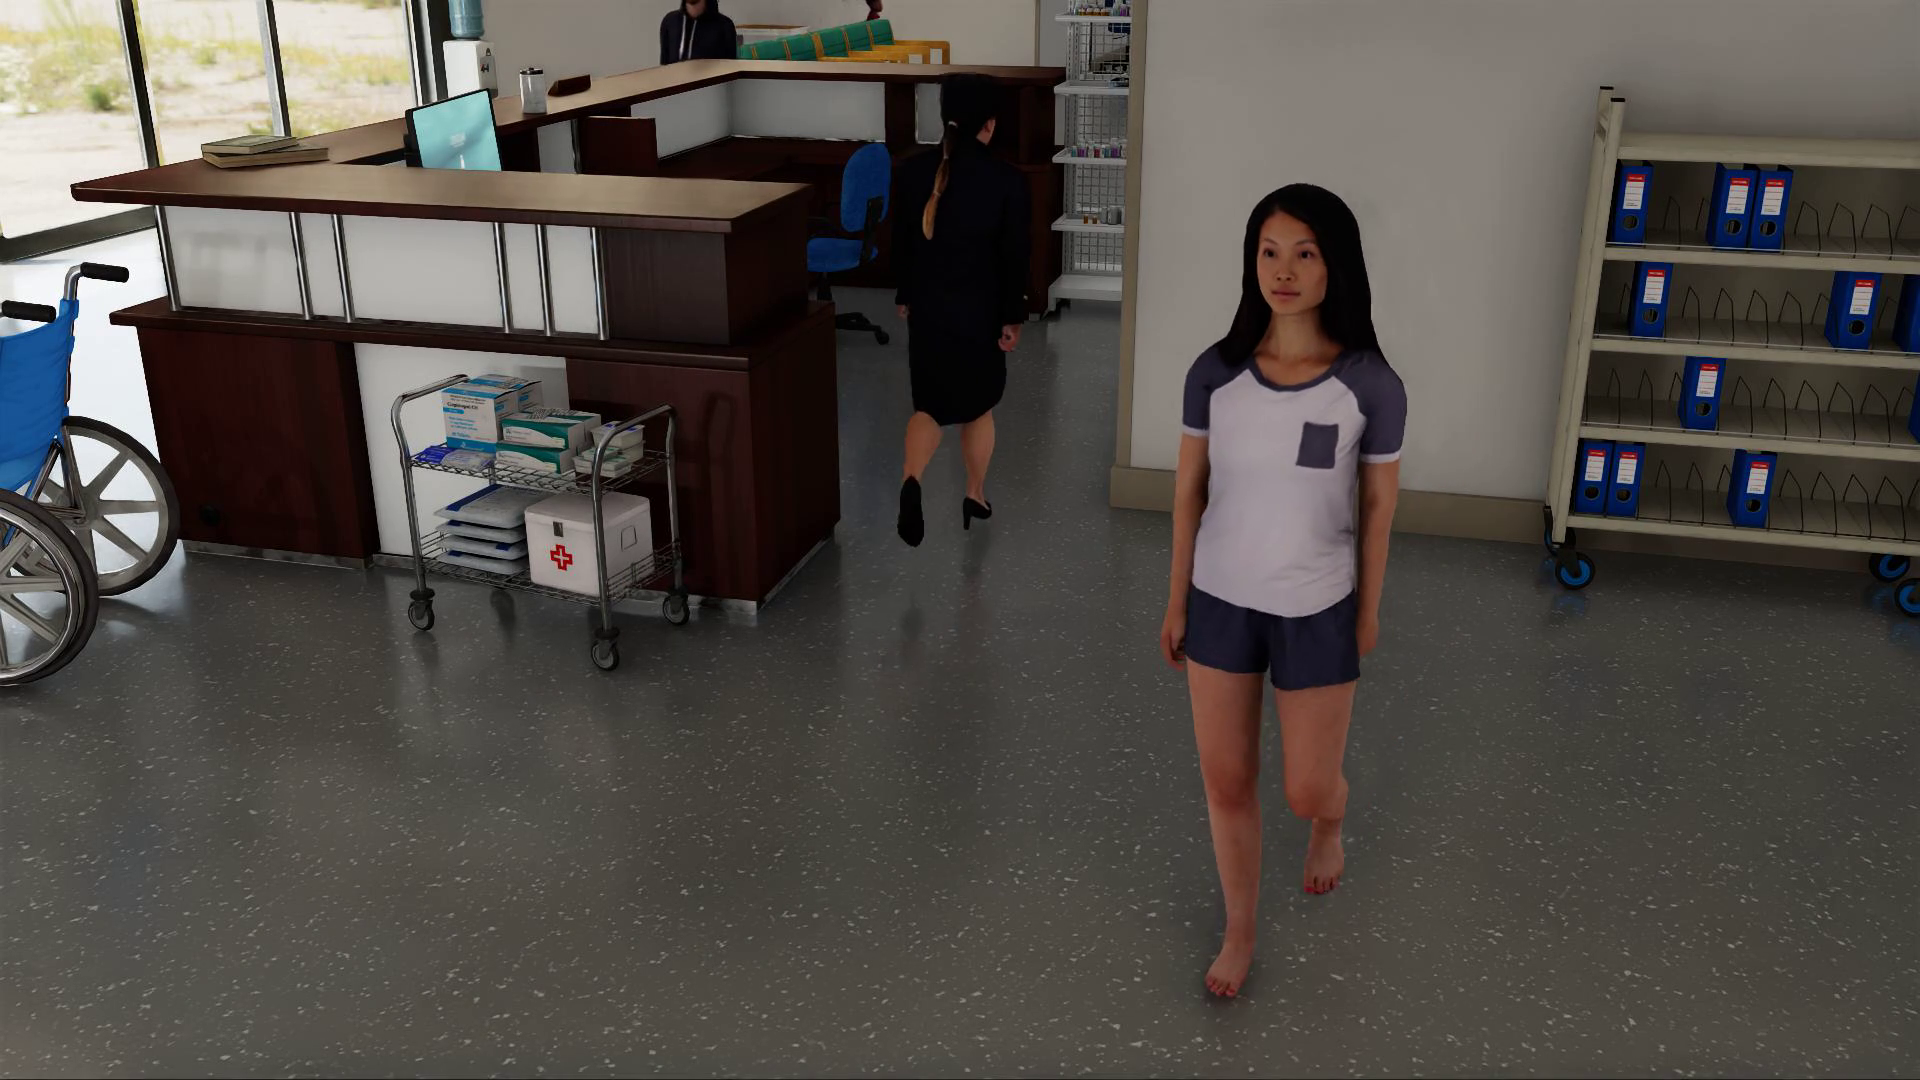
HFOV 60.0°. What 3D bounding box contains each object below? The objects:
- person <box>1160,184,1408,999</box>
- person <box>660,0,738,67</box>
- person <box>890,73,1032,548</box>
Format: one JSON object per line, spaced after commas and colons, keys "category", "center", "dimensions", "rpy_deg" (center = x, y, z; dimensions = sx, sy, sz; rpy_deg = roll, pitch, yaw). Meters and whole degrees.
{"category": "person", "center": [0.676, 0.115, 3.462], "dimensions": [0.743, 1.694, 0.736], "rpy_deg": [10, 23, 24]}
{"category": "person", "center": [-1.672, -2.795, 10.910], "dimensions": [1.149, 1.860, 0.837], "rpy_deg": [8, 22, 21]}
{"category": "person", "center": [-0.044, -0.742, 5.791], "dimensions": [0.894, 1.648, 0.742], "rpy_deg": [7, 22, 17]}
